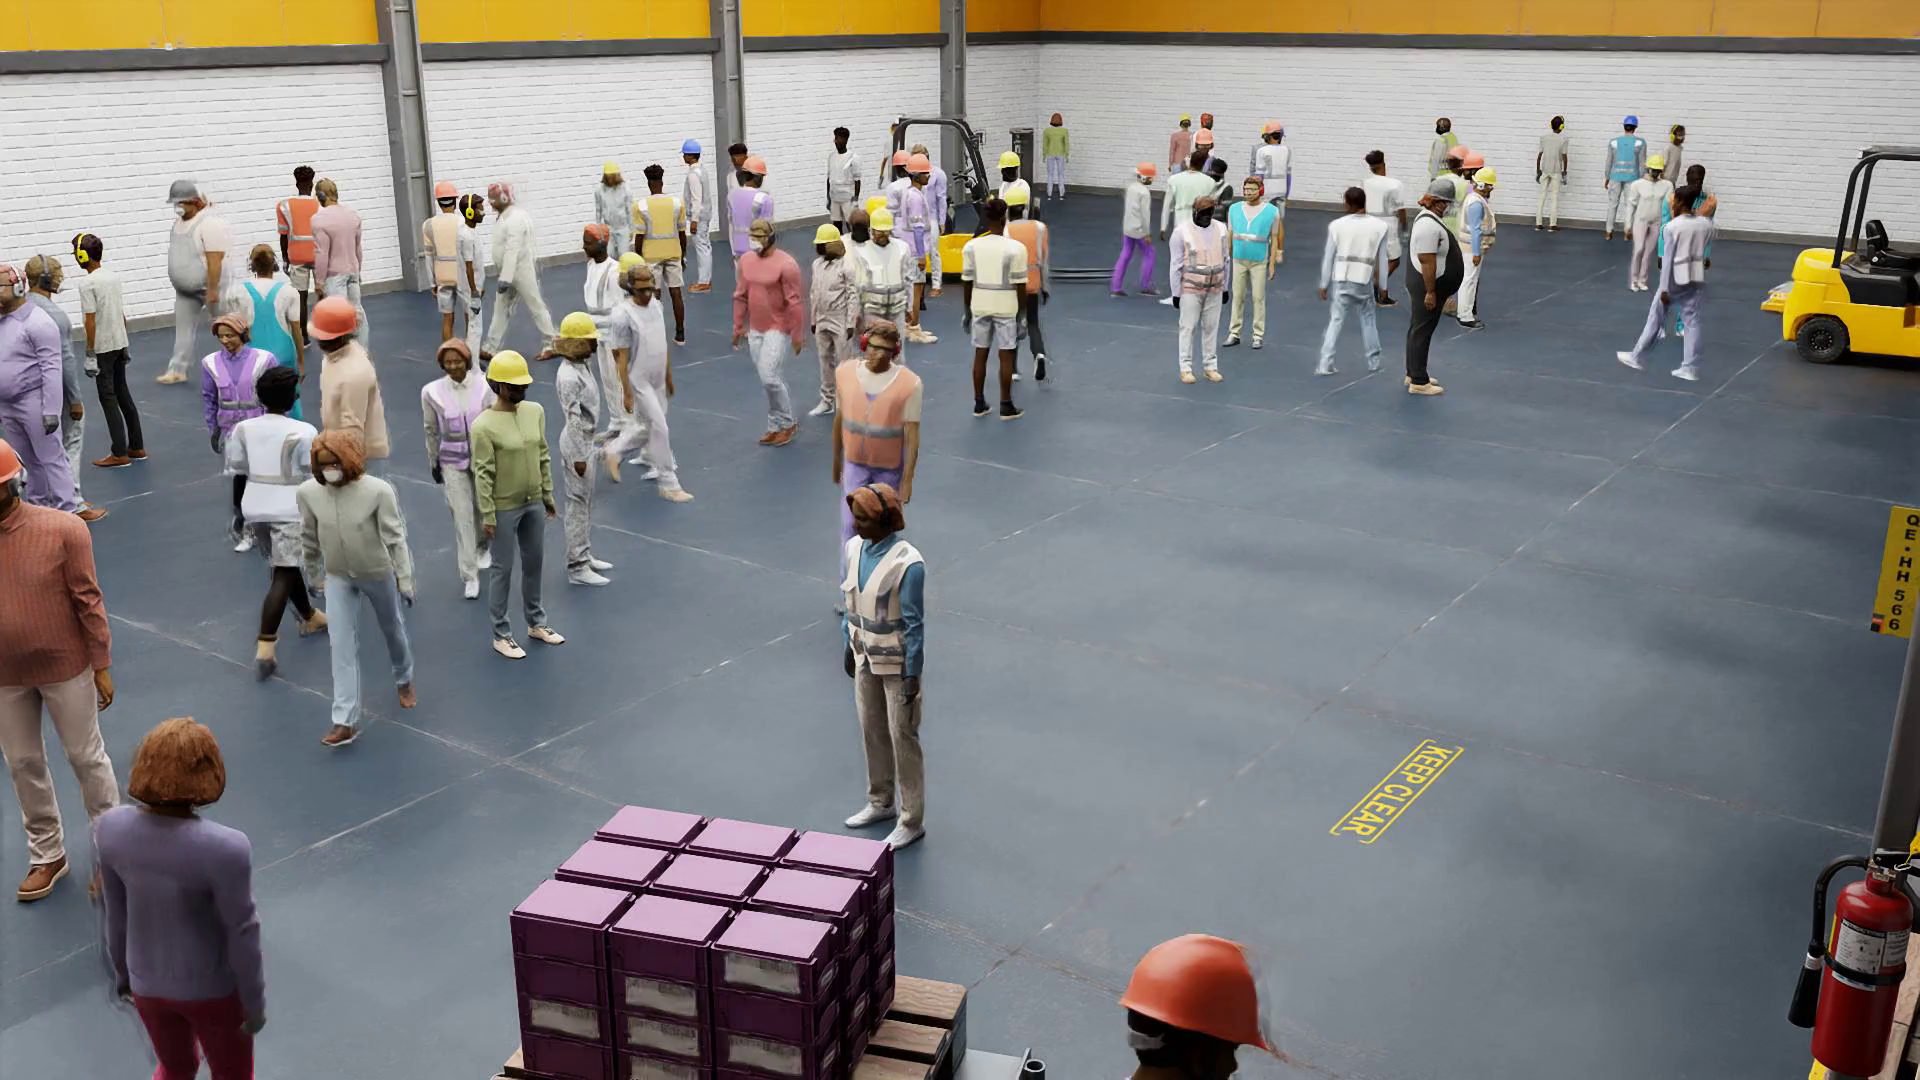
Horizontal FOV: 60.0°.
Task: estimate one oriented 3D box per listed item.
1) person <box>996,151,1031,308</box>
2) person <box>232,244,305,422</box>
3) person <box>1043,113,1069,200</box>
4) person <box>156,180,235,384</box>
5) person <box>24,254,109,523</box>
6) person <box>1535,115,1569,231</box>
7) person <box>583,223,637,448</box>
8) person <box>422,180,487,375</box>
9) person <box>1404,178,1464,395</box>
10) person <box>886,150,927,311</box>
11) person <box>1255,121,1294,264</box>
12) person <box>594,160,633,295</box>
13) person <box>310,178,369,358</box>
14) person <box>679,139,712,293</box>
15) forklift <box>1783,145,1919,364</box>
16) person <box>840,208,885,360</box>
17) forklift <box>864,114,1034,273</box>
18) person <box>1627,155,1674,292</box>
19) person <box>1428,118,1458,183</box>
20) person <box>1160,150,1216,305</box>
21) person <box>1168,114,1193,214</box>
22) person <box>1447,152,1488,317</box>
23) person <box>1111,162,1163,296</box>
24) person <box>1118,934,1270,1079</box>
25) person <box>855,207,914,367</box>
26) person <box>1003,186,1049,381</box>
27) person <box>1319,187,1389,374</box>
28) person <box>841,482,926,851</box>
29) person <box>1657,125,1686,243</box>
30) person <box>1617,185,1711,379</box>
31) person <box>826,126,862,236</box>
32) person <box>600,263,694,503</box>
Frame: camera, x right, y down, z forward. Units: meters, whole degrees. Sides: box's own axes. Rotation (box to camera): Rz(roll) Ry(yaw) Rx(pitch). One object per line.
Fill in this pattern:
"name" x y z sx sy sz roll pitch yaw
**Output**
"person" 0.624 -3.707 20.061 0.399 1.919 0.581 -11 21 -30
"person" -5.440 -1.439 13.168 0.513 1.802 0.995 -5 18 -14
"person" 1.840 -7.364 31.949 0.507 1.632 0.268 2 18 7
"person" -7.451 -2.592 16.364 0.681 2.000 1.043 11 21 30
"person" -6.373 -1.046 11.724 0.636 1.928 0.380 14 23 37
"person" 9.764 -6.044 27.439 0.532 1.868 0.310 15 23 39
"person" -2.920 -1.693 13.832 0.353 1.877 0.568 -10 20 -28
"person" -5.031 -2.602 16.589 0.560 1.924 0.392 1 18 5
"person" 4.514 -2.425 15.842 0.536 2.000 0.676 3 18 10
"person" -0.664 -3.717 20.072 0.549 1.928 0.387 -10 20 -30
"person" 4.475 -4.984 23.909 0.638 2.011 0.527 -8 20 -25
"person" -4.376 -3.967 21.162 0.491 1.729 0.492 -1 18 -3
"person" -6.256 -2.660 16.751 0.372 1.934 0.627 7 19 21
"person" -3.388 -4.168 21.442 0.399 1.949 0.605 0 18 1
"forklift" 9.803 -2.879 17.013 2.313 2.155 1.214 12 21 33
"person" -0.910 -2.166 15.391 0.660 1.820 0.715 0 18 -1
"forklift" -0.171 -4.594 22.377 2.313 2.155 1.214 1 18 3
"person" 8.919 -4.080 21.494 0.540 1.746 0.609 2 18 5
"person" 7.936 -6.029 27.458 0.429 1.837 0.629 15 23 40
"person" 2.830 -3.854 20.587 0.669 1.876 0.424 -1 18 -3
"person" 3.996 -6.726 29.764 0.532 1.756 0.339 -2 18 -7
"person" 6.031 -3.605 19.711 0.385 1.930 0.545 10 20 27
"person" 2.293 -3.922 21.062 0.725 1.702 0.615 -5 18 -16
"person" 0.339 1.680 3.261 0.451 1.880 0.589 17 24 42
"person" -0.710 -2.157 15.364 0.603 1.818 0.403 -6 19 -17
"person" 0.614 -2.458 16.152 0.612 1.908 0.660 -5 18 -16
"person" 3.962 -2.603 16.695 0.662 1.870 0.712 4 18 13
"person" -0.330 0.536 7.246 0.320 1.631 0.525 -15 23 -38
"person" 11.053 -5.542 25.935 0.563 1.837 0.458 -12 22 -34
"person" 7.113 -2.590 16.614 0.617 1.872 0.954 -7 19 -21
"person" -1.661 -4.849 23.545 0.607 1.966 0.367 12 22 34
"person" -2.384 -1.168 12.324 0.789 1.801 0.560 9 20 26
